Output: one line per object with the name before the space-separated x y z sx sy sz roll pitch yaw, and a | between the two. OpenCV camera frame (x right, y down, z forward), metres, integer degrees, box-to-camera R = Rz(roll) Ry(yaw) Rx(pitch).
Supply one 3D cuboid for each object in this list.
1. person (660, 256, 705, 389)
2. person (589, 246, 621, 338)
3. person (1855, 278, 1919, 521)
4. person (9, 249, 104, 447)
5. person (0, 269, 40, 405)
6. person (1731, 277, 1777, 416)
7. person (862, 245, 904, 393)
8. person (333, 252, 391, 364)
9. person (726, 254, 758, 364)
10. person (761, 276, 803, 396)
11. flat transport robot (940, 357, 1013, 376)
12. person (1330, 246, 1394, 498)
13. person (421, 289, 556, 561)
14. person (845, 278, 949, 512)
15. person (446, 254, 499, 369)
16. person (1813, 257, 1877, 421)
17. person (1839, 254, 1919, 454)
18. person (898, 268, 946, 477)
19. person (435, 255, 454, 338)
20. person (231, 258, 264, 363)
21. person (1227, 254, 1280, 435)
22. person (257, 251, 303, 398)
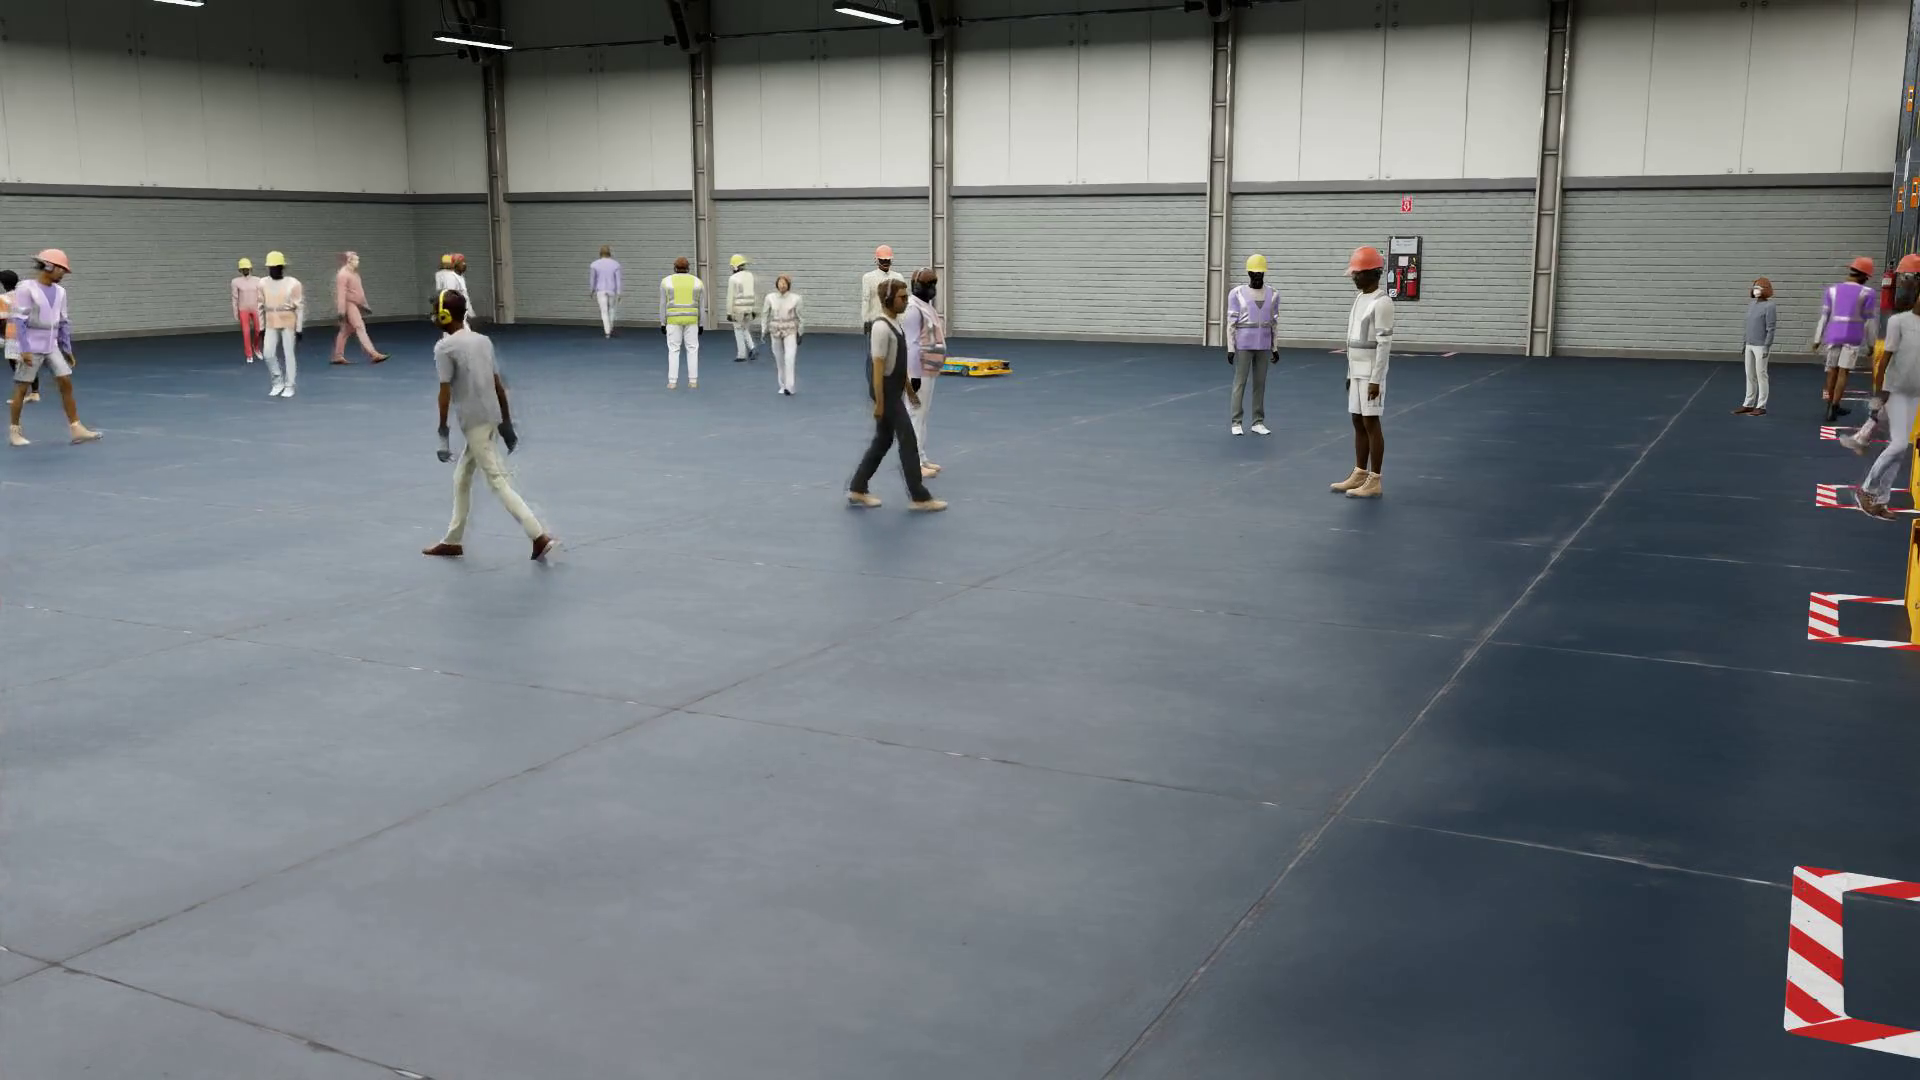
person | -3.871 -3.027 23.220 0.629 1.838 0.429 -3 11 -17
person | -7.458 -5.209 34.958 0.635 1.884 1.014 -5 11 -24
person | 7.078 -1.059 12.428 0.561 1.845 0.384 -3 11 -18
person | -9.263 -1.934 16.840 0.847 1.975 0.659 3 11 16
person | -11.923 -2.559 21.015 0.321 1.699 0.537 3 11 15
person | 9.444 -2.289 19.720 0.277 1.635 0.505 -2 11 -9
person | -1.021 -2.961 22.402 0.617 1.993 0.396 -5 12 -26
person | -9.950 -3.813 27.442 1.008 1.853 0.649 -1 10 -6
person | -3.648 -3.841 27.688 0.417 1.812 0.616 8 13 37
person | -2.372 -2.714 22.163 0.531 1.593 0.871 1 10 6
flat transport robot | 0.061 -2.673 25.538 1.431 0.197 0.652 10 14 43
person | 3.291 -1.360 13.549 0.375 2.042 0.608 -2 11 -9
person | -3.107 -0.735 10.850 1.005 1.800 0.534 3 11 17
person | -0.521 -1.122 12.890 0.834 1.813 0.519 1 10 3
person | -7.458 -3.379 25.110 0.968 1.836 0.583 -1 10 -8
person | 10.206 -2.309 19.196 0.812 1.878 0.621 -9 14 -40
person | 9.042 -1.744 15.899 0.609 1.941 1.029 -5 11 -24
person | -0.336 -1.487 14.792 0.430 1.841 0.623 2 11 10
person | -10.059 -4.727 32.718 0.489 1.743 0.323 -5 12 -27
person | -11.890 -3.837 27.842 0.549 1.753 0.368 -5 12 -28
person | 3.144 -2.079 17.779 0.593 1.924 0.381 -3 11 -15
person | -8.935 -2.815 21.815 0.611 1.912 0.500 0 10 1
